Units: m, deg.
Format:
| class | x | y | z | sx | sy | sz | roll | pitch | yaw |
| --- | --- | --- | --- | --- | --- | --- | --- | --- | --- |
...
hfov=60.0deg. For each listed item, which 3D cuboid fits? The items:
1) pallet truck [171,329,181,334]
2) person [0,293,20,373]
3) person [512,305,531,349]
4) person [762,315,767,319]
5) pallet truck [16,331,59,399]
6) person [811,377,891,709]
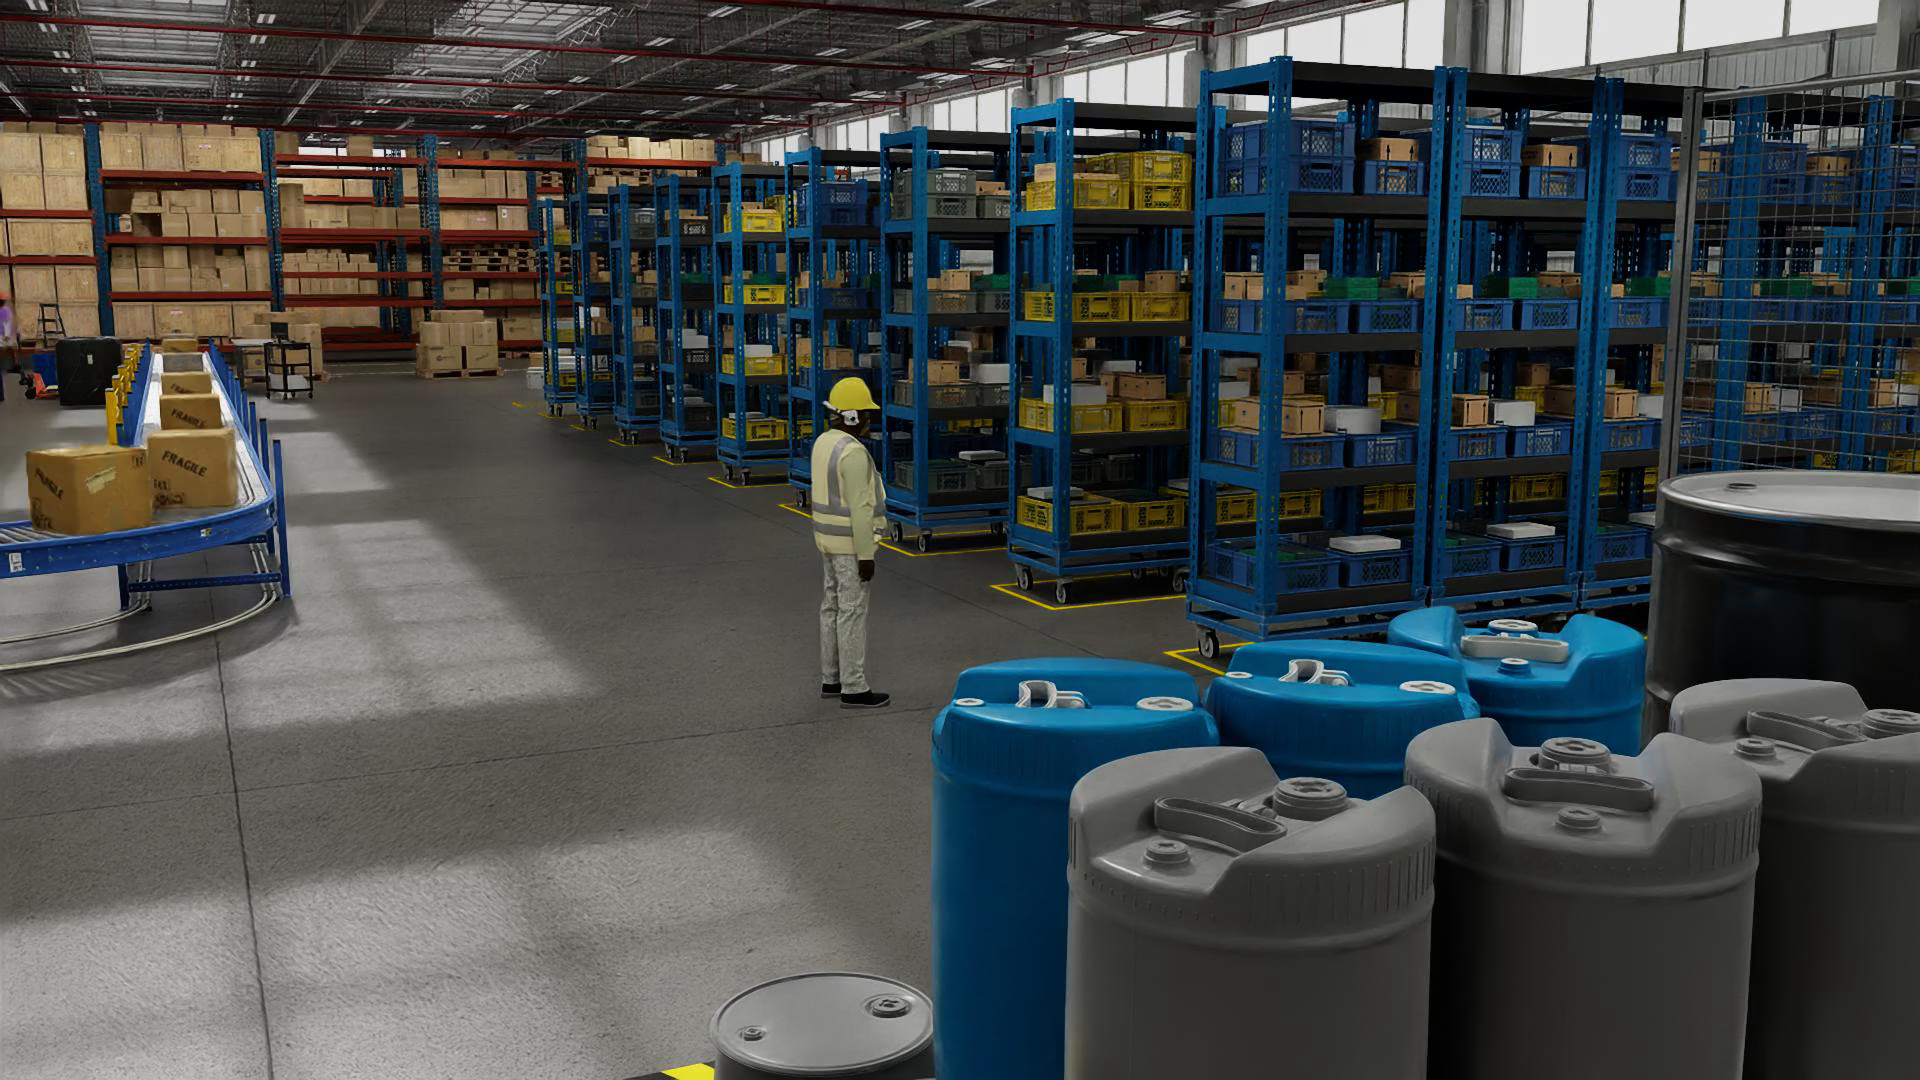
| class | x | y | z | sx | sy | sz | roll | pitch | yaw |
| --- | --- | --- | --- | --- | --- | --- | --- | --- | --- |
| pallet truck | -17.275 | -3.851 | 35.096 | 1.601 | 1.201 | 0.680 | 0 | 9 | 1 |
| person | -22.796 | -4.888 | 39.416 | 0.875 | 1.905 | 0.570 | -4 | 10 | -25 |
| person | -13.382 | -6.666 | 50.734 | 0.736 | 1.819 | 0.633 | -4 | 10 | -25 |
| person | -5.221 | -5.733 | 44.635 | 0.610 | 1.923 | 0.594 | 1 | 9 | 5 |
| pallet truck | -17.082 | -3.353 | 31.781 | 1.630 | 1.274 | 0.653 | -4 | 10 | -25 |
| person | -0.608 | 0.015 | 9.237 | 0.404 | 1.830 | 0.603 | -4 | 10 | -26 |
